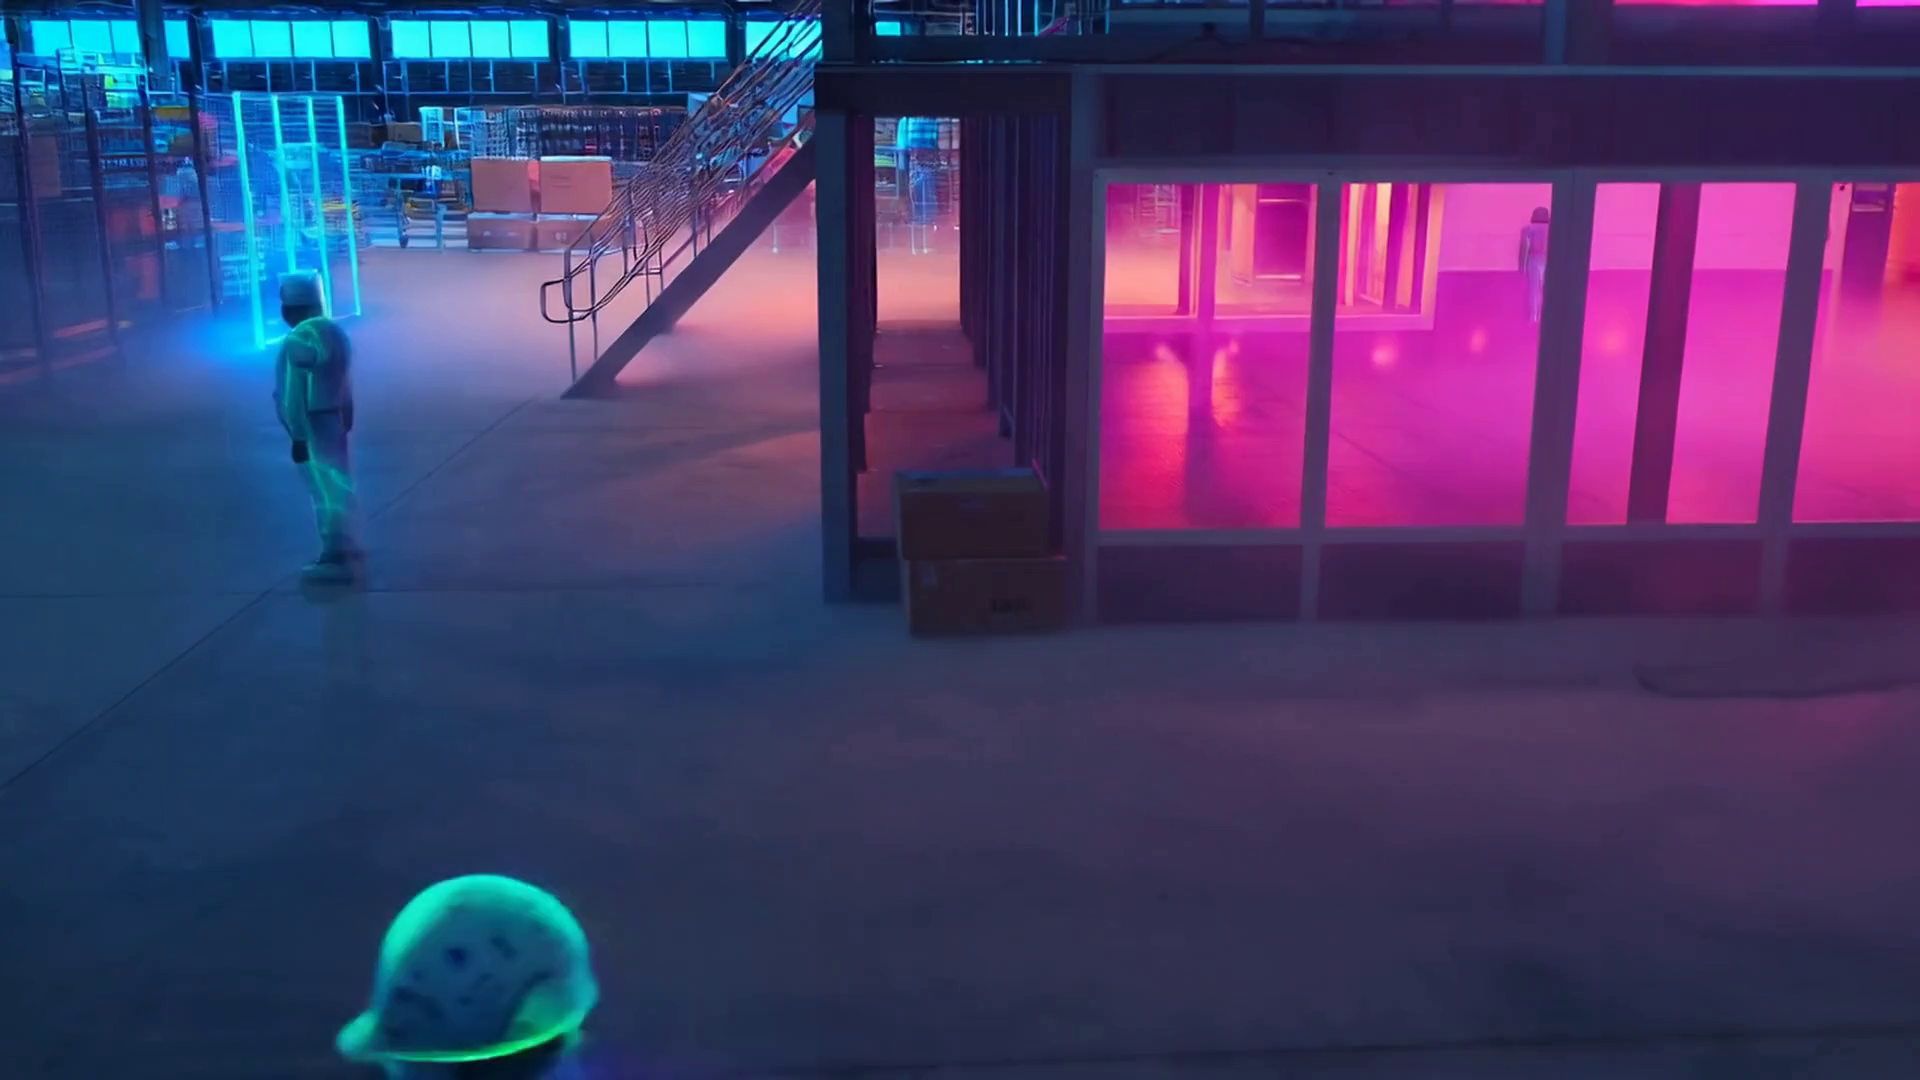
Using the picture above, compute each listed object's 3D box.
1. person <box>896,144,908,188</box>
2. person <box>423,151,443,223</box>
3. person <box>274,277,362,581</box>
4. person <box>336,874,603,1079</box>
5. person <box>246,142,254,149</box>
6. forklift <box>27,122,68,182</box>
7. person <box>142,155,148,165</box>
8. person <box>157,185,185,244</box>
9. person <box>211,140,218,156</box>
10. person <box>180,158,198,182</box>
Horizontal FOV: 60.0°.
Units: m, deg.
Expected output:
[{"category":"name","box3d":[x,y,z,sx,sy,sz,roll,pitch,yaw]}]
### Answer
[{"category":"person","box3d":[-2.515,-16.194,72.063,0.665,1.888,0.504,-13,19,-42]},{"category":"person","box3d":[-13.844,-9.221,43.928,0.610,2.031,0.416,7,16,26]},{"category":"person","box3d":[-3.921,-0.672,10.129,0.429,1.839,0.633,1,14,3]},{"category":"person","box3d":[-0.441,1.312,2.081,0.770,1.902,0.599,-2,14,-9]},{"category":"person","box3d":[-39.059,-21.068,91.740,0.900,1.807,0.643,-8,16,-30]},{"category":"forklift","box3d":[-35.376,-14.773,64.377,1.129,2.768,1.873,-1,14,-2]},{"category":"person","box3d":[-40.053,-18.711,82.123,0.554,1.903,0.951,-1,14,-4]},{"category":"person","box3d":[-11.267,-4.075,23.627,0.996,1.885,0.565,-7,16,-27]},{"category":"person","box3d":[-38.330,-19.619,85.638,0.614,1.947,0.388,7,15,24]},{"category":"person","box3d":[-23.495,-10.795,50.777,0.523,1.746,0.514,1,14,3]}]
